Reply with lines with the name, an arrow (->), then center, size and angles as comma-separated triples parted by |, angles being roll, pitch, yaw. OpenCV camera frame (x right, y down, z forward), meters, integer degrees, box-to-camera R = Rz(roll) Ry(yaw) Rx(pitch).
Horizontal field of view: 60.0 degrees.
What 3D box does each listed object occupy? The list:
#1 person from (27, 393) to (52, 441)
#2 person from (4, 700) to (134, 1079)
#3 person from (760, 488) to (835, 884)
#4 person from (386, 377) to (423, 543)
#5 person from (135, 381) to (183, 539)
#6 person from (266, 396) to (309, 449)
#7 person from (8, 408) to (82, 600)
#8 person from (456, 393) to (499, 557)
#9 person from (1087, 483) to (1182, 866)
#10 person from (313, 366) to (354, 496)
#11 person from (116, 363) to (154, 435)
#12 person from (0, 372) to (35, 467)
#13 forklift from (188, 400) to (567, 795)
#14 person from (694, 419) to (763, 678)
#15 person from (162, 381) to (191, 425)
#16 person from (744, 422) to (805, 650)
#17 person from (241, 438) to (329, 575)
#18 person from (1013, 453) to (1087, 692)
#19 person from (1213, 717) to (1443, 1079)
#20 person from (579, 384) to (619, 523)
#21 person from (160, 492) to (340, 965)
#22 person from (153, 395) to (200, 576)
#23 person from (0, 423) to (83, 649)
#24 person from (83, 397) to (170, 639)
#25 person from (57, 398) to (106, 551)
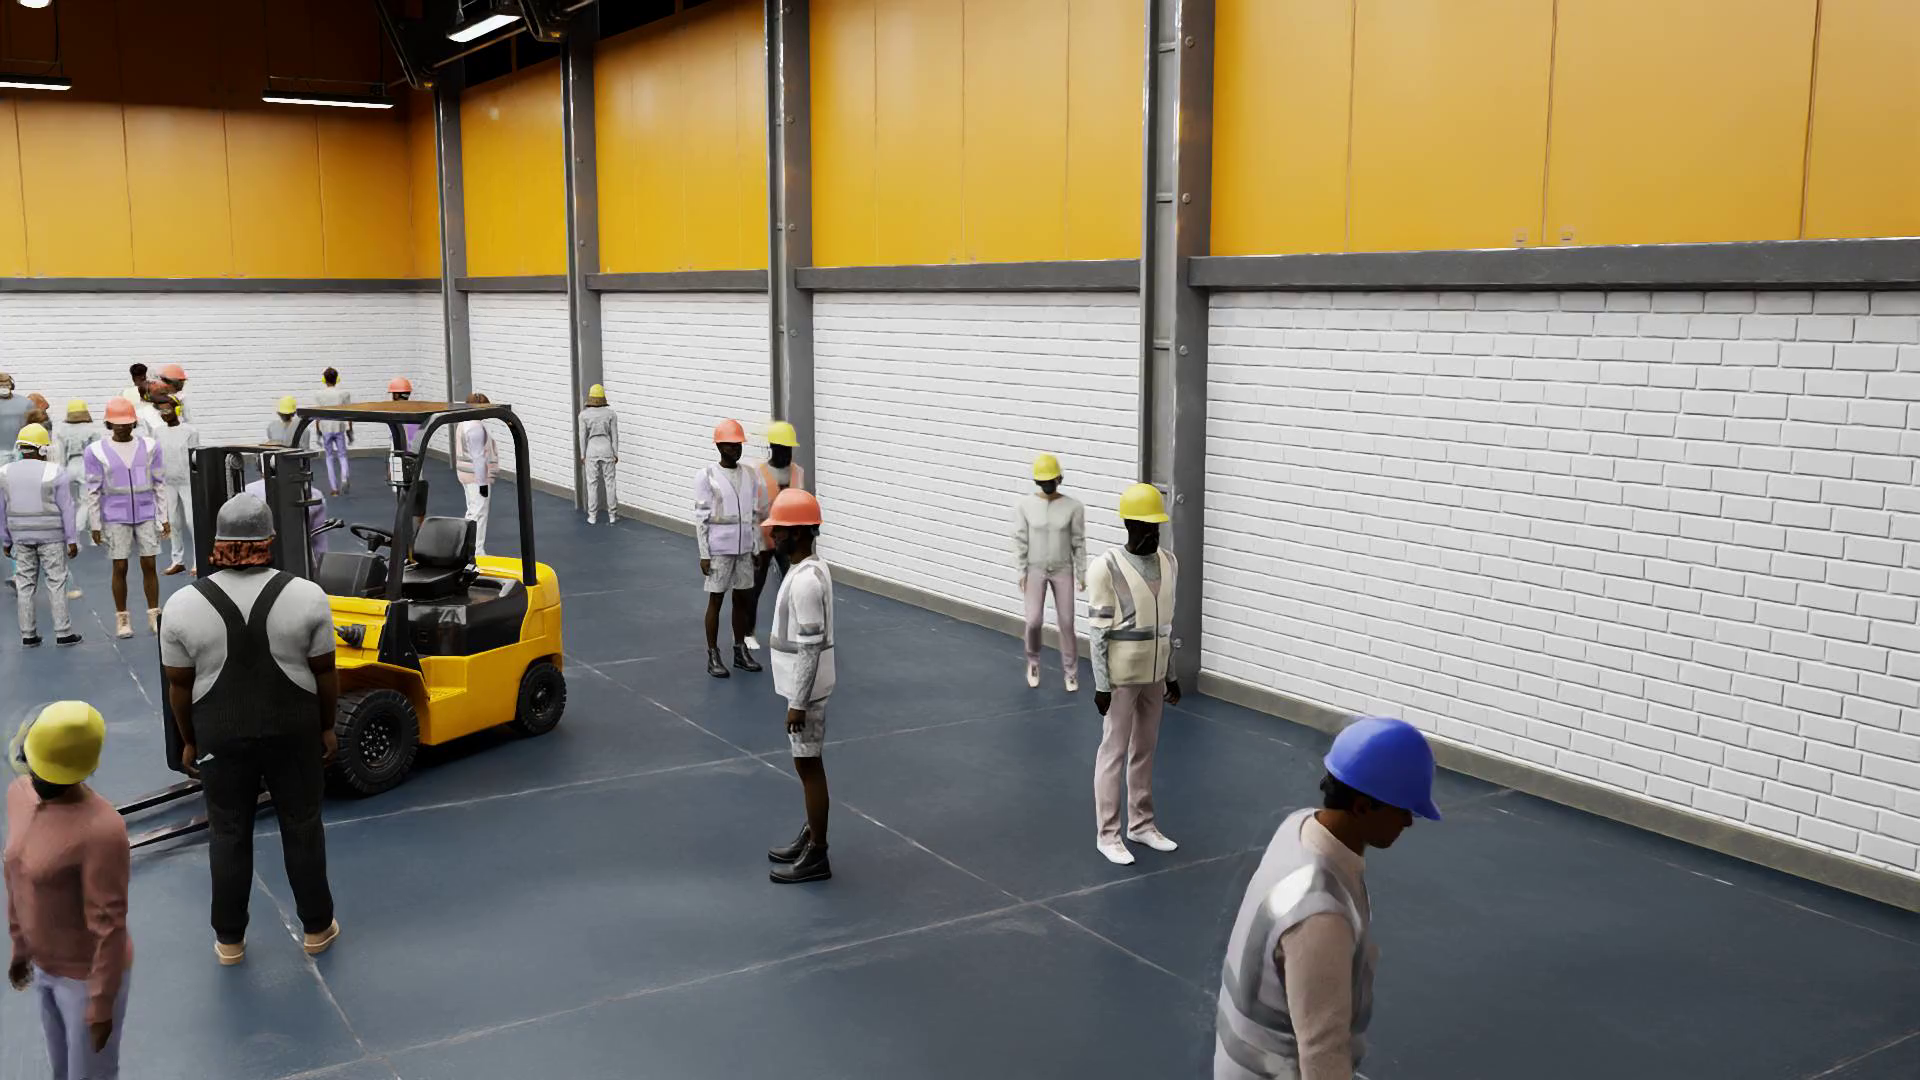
person -> -11.600, -1.043, 21.039 | 0.283, 1.628, 0.507 | -6, 10, -36
person -> -2.622, 1.298, 4.978 | 0.575, 1.723, 0.338 | 6, 11, 37
person -> -0.790, 0.710, 8.164 | 0.355, 1.939, 0.544 | -1, 8, -6
person -> -6.292, -0.879, 18.910 | 0.450, 1.936, 0.573 | 3, 9, 18
person -> -9.428, -0.943, 19.565 | 0.515, 1.867, 0.593 | 7, 11, 40
person -> -7.686, -0.789, 19.017 | 0.526, 1.701, 0.836 | -1, 8, -5
person -> -8.536, -0.310, 15.438 | 0.545, 1.825, 0.543 | 4, 9, 24
person -> -5.087, -0.633, 17.576 | 0.429, 1.837, 0.632 | -4, 9, -25
person -> 0.903, 0.669, 8.476 | 0.587, 1.928, 0.363 | -7, 11, -40
person -> -8.859, -1.523, 23.521 | 0.512, 1.855, 0.510 | -4, 10, -28
person -> -10.944, -1.392, 22.280 | 0.653, 1.956, 0.383 | 1, 9, 7
person -> -11.577, -1.078, 20.264 | 0.635, 1.928, 0.382 | -7, 11, -40
forklift -> -3.529, 0.258, 10.348 | 1.214, 2.155, 2.313 | 4, 9, 25
person -> -1.728, 0.057, 12.551 | 0.545, 1.942, 0.354 | -7, 11, -40
person -> -12.045, -1.696, 25.423 | 0.532, 1.623, 0.437 | -6, 10, -36
person -> -1.452, 0.000, 13.194 | 0.592, 1.863, 1.057 | -7, 11, -38
person -> -4.503, 0.298, 11.022 | 0.645, 1.930, 0.394 | -5, 10, -32
person -> 0.654, 0.241, 11.961 | 0.537, 1.744, 0.442 | 0, 8, 0
person -> 0.928, 1.341, 4.102 | 0.859, 1.880, 0.659 | 2, 9, 15
person -> -4.528, -1.080, 20.883 | 0.483, 1.744, 0.299 | -2, 9, -13
person -> -3.041, 0.801, 7.203 | 0.684, 2.000, 0.538 | -3, 9, -19
person -> -7.968, -0.556, 16.969 | 0.534, 1.860, 0.328 | 1, 9, 7
person -> -7.465, -0.028, 13.494 | 0.601, 1.830, 0.403 | -1, 8, -5
person -> -6.942, -0.184, 13.900 | 0.617, 2.028, 0.410 | -7, 11, -38
person -> -9.889, -0.746, 18.713 | 0.502, 1.704, 0.832 | 0, 8, 3
